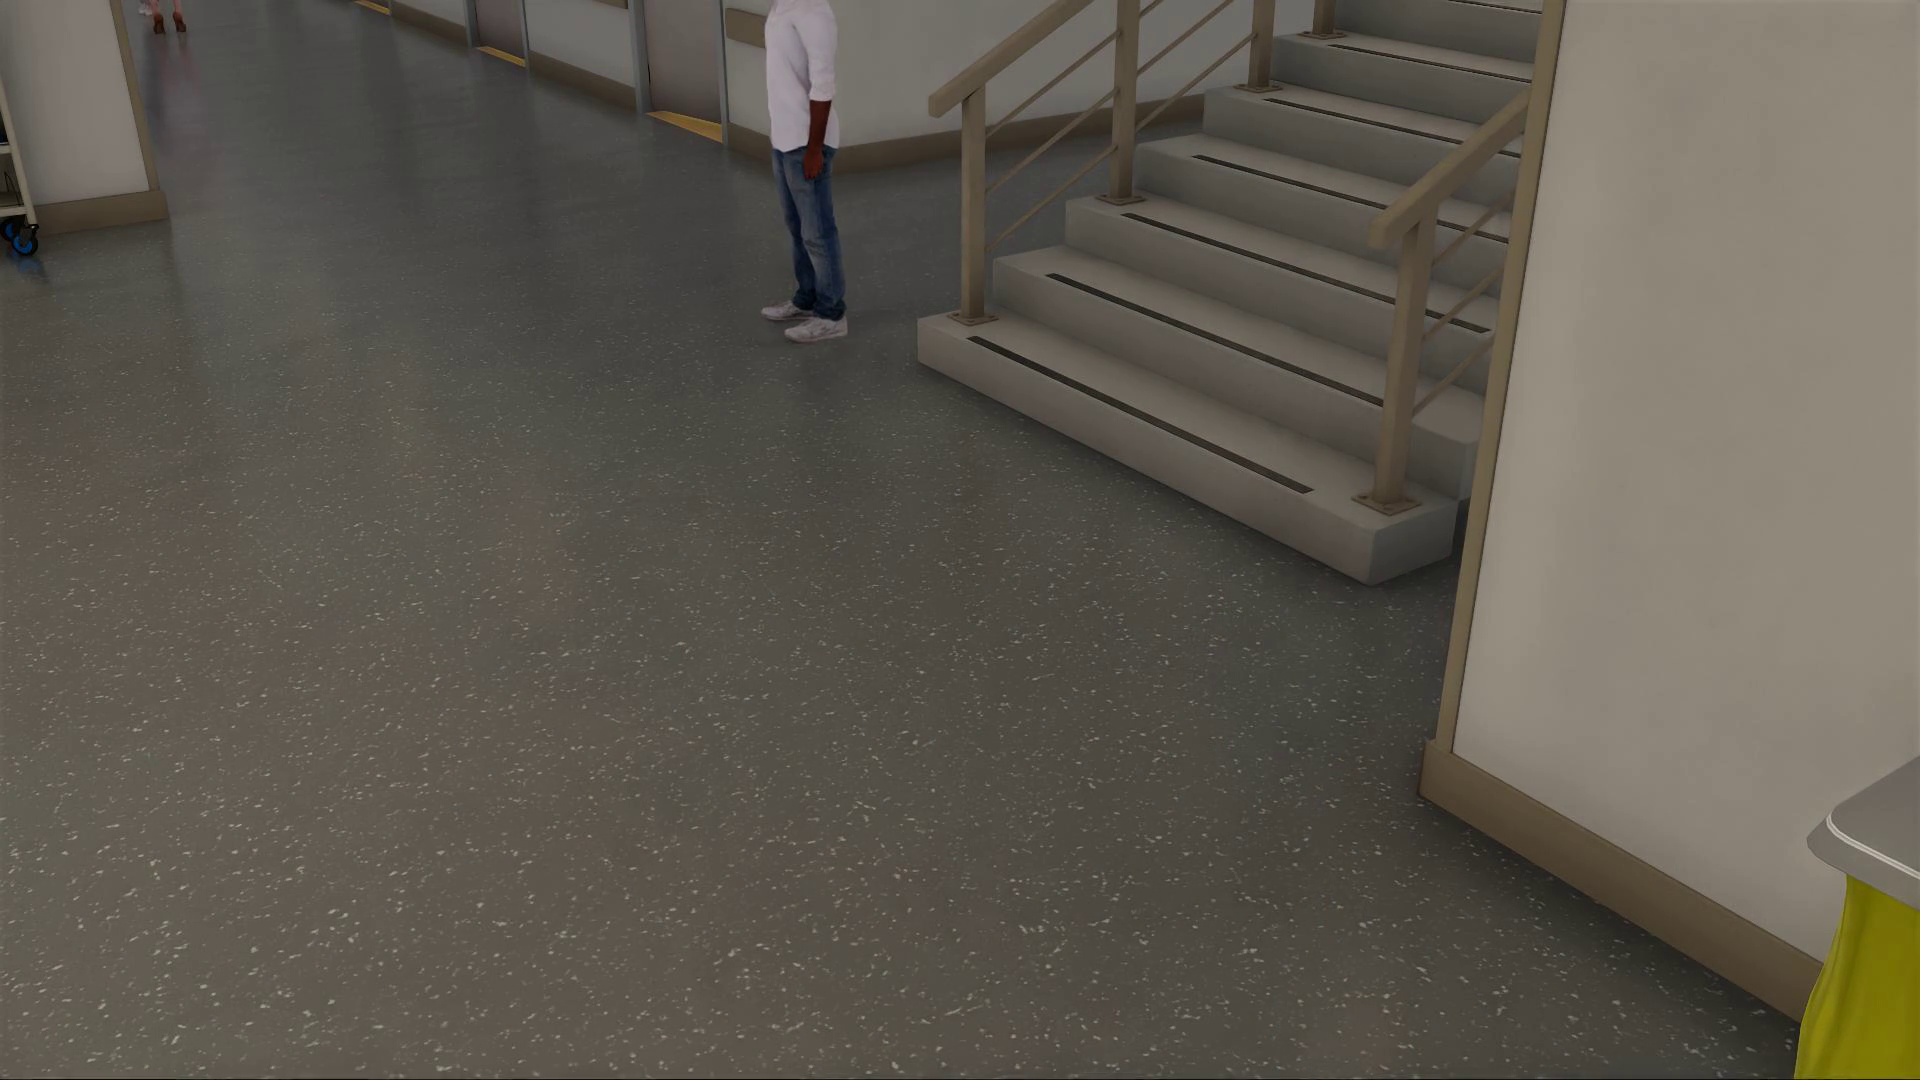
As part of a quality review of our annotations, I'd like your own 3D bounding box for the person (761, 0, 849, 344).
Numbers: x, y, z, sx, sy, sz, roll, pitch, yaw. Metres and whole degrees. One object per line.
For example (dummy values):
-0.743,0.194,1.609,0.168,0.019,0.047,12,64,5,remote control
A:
-0.679,-1.793,7.273,0.645,1.814,0.692,-10,27,-19,person
